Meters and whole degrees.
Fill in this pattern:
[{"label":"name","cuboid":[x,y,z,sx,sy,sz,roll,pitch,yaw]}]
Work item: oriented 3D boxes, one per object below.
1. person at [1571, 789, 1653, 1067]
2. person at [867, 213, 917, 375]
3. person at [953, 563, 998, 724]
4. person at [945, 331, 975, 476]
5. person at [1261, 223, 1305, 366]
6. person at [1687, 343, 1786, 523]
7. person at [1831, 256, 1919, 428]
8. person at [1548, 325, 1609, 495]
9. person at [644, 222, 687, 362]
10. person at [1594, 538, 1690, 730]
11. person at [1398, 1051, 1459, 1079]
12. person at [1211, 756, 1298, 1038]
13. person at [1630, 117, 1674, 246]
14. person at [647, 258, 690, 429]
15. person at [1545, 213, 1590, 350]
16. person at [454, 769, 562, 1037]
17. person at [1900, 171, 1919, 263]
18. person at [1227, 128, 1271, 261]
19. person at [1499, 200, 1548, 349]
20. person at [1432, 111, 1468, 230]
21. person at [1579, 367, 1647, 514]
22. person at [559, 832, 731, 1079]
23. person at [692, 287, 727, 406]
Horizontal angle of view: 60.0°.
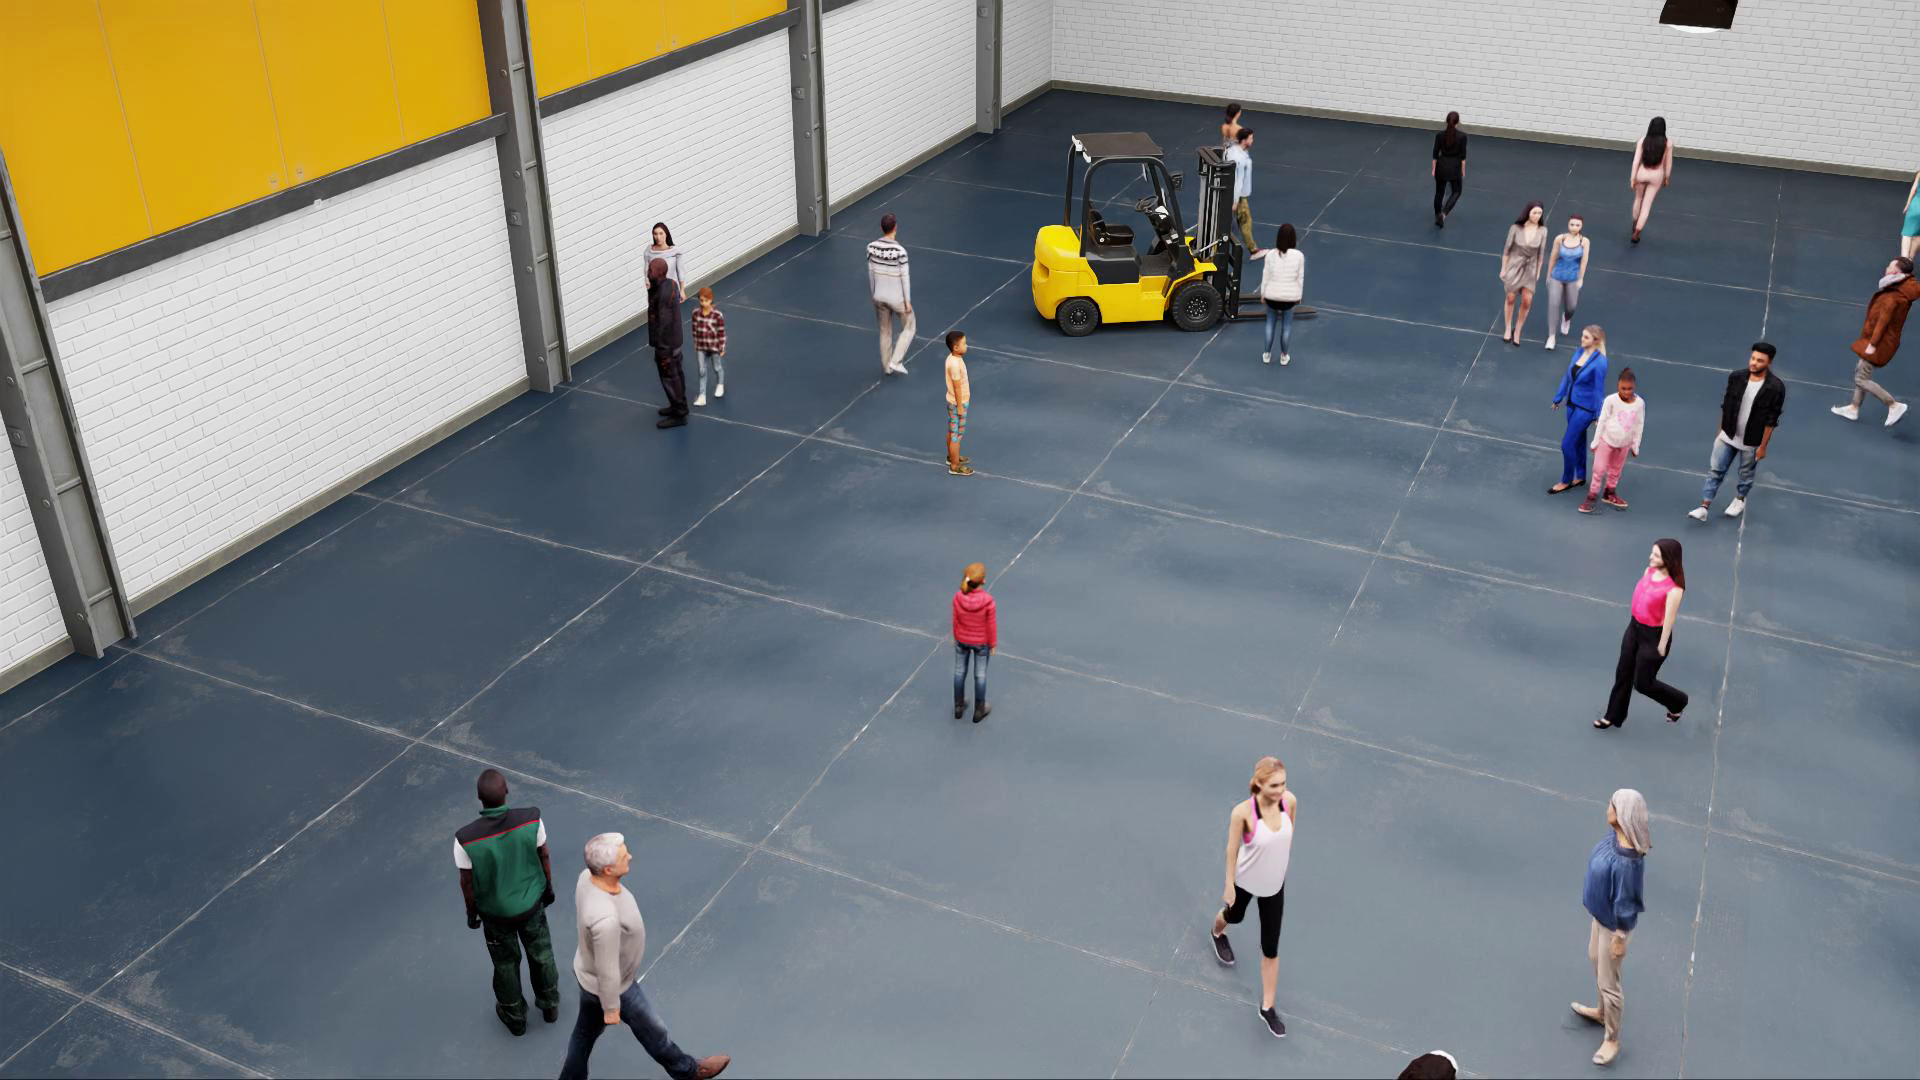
[{"label":"person","cuboid":[3.817,2.226,9.598,0.894,1.675,0.599,2,29,4]},{"label":"person","cuboid":[-0.798,-2.669,18.389,0.723,1.851,0.665,15,32,25]},{"label":"person","cuboid":[0.090,0.777,12.633,0.516,1.314,0.500,9,30,16]},{"label":"person","cuboid":[-0.035,-1.371,16.416,0.664,1.461,0.570,-3,29,-6]},{"label":"person","cuboid":[3.647,-2.781,18.815,0.652,1.639,0.599,7,29,13]},{"label":"person","cuboid":[7.329,-1.009,15.423,1.213,1.777,0.991,-23,36,-35]},{"label":"person","cuboid":[9.599,-2.013,17.218,0.894,1.820,0.955,21,35,33]},{"label":"person","cuboid":[6.059,-1.261,15.983,0.893,1.683,0.832,-7,29,-13]},{"label":"person","cuboid":[-3.359,-2.832,18.915,0.678,1.633,0.679,-2,29,-4]},{"label":"person","cuboid":[5.184,0.730,12.371,0.927,1.647,0.923,-5,29,-8]},{"label":"person","cuboid":[2.124,3.121,7.814,0.883,1.812,0.845,-20,34,-32]},{"label":"person","cuboid":[1.718,1.997,9.947,1.123,1.743,1.214,-9,30,-16]},{"label":"person","cuboid":[9.309,-4.828,22.519,0.664,1.686,1.028,15,32,26]},{"label":"person","cuboid":[-3.030,-2.080,17.343,0.846,1.818,0.726,-3,29,-6]},{"label":"person","cuboid":[7.031,-3.035,19.322,0.575,1.599,0.818,11,31,20]},{"label":"person","cuboid":[-2.605,2.100,9.658,0.751,1.840,0.846,-15,32,-26]},{"label":"person","cuboid":[12.323,-4.172,21.344,0.545,1.660,0.956,12,31,21]},{"label":"person","cuboid":[3.520,-4.484,21.808,1.145,1.763,1.211,-4,29,-7]},{"label":"person","cuboid":[6.520,-3.136,19.368,0.672,1.732,0.693,8,30,14]},{"label":"person","cuboid":[6.749,-5.080,23.020,0.688,1.649,0.820,17,33,28]},{"label":"person","cuboid":[6.194,-0.960,15.687,0.744,1.438,0.748,-1,29,-1]},{"label":"person","cuboid":[-1.990,2.411,9.067,1.300,1.859,1.234,-11,30,-19]},{"label":"person","cuboid":[-2.689,-2.125,17.991,0.672,1.277,0.882,4,29,8]}]
